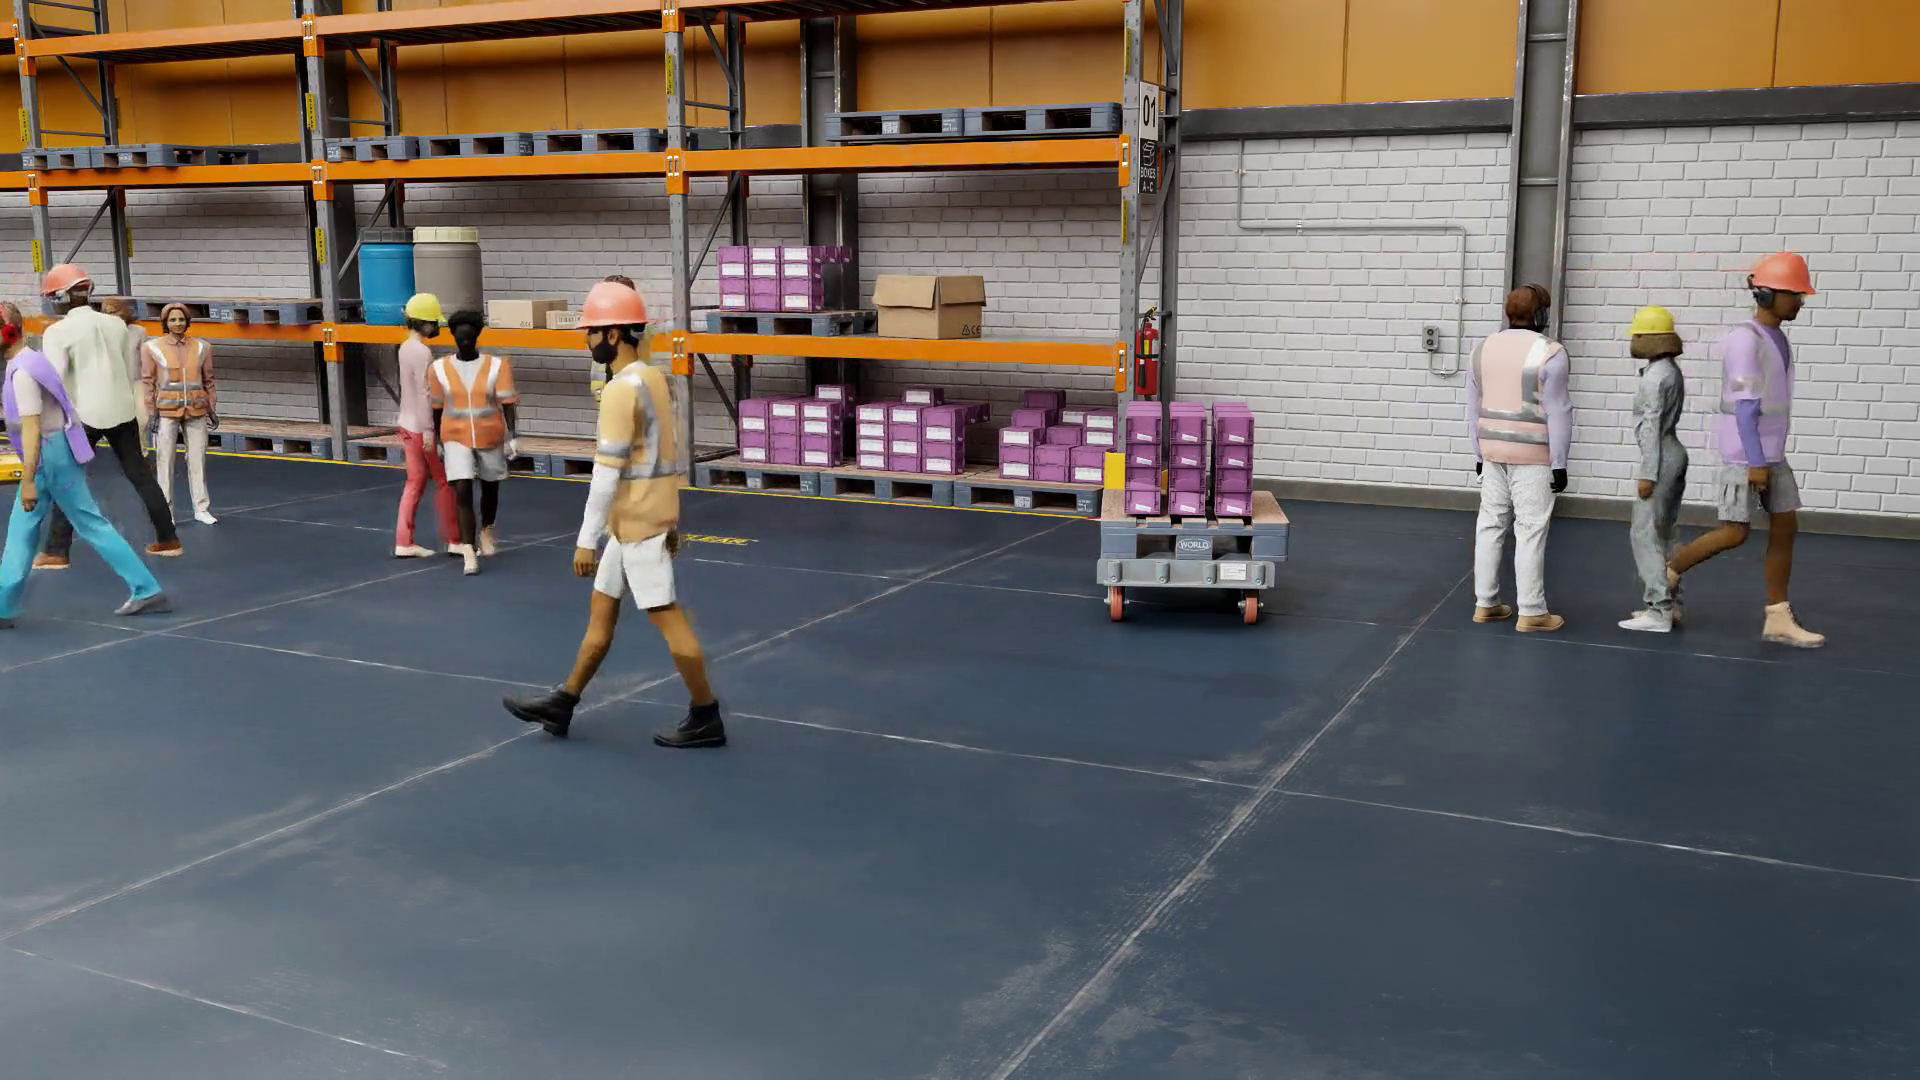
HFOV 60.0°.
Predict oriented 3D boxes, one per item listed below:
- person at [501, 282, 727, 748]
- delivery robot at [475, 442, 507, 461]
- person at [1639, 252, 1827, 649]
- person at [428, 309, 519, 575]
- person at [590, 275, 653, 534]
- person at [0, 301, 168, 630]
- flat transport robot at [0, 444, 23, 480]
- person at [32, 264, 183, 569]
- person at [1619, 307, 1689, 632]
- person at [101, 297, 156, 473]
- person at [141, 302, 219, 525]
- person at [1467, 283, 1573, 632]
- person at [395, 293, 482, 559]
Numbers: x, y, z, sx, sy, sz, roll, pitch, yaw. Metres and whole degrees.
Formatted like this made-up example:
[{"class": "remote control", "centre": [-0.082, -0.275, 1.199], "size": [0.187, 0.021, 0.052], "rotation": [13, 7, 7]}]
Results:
[{"class": "person", "centre": [-1.404, -0.077, 6.685], "size": [0.972, 1.884, 0.572], "rotation": [0, 10, 1]}, {"class": "delivery robot", "centre": [-4.363, -0.841, 14.608], "size": [0.707, 0.478, 0.477], "rotation": [-7, 12, -33]}, {"class": "person", "centre": [4.047, -0.470, 8.586], "size": [0.604, 2.012, 0.862], "rotation": [-8, 13, -40]}, {"class": "person", "centre": [-3.107, -0.652, 10.641], "size": [0.531, 1.660, 0.860], "rotation": [-3, 10, -16]}, {"class": "person", "centre": [-2.426, -0.969, 11.931], "size": [0.429, 1.843, 0.629], "rotation": [1, 10, 8]}, {"class": "person", "centre": [-4.845, -0.397, 8.911], "size": [1.045, 1.763, 0.575], "rotation": [-7, 12, -34]}, {"class": "flat transport robot", "centre": [-8.591, -0.713, 14.957], "size": [0.652, 0.197, 1.431], "rotation": [-7, 12, -36]}, {"class": "person", "centre": [-5.604, -0.800, 10.713], "size": [0.530, 1.954, 0.754], "rotation": [5, 11, 25]}, {"class": "person", "centre": [3.720, -0.381, 8.923], "size": [0.417, 1.718, 0.494], "rotation": [6, 12, 32]}, {"class": "person", "centre": [-7.507, -1.375, 14.933], "size": [0.532, 1.601, 0.409], "rotation": [-8, 13, -39]}, {"class": "person", "centre": [-5.702, -0.913, 12.184], "size": [0.515, 1.641, 0.314], "rotation": [-9, 13, -41]}, {"class": "person", "centre": [3.000, -0.437, 8.879], "size": [0.429, 1.846, 0.626], "rotation": [-6, 12, -32]}, {"class": "person", "centre": [-3.454, -0.731, 10.857], "size": [0.582, 1.735, 0.567], "rotation": [-7, 12, -33]}]
